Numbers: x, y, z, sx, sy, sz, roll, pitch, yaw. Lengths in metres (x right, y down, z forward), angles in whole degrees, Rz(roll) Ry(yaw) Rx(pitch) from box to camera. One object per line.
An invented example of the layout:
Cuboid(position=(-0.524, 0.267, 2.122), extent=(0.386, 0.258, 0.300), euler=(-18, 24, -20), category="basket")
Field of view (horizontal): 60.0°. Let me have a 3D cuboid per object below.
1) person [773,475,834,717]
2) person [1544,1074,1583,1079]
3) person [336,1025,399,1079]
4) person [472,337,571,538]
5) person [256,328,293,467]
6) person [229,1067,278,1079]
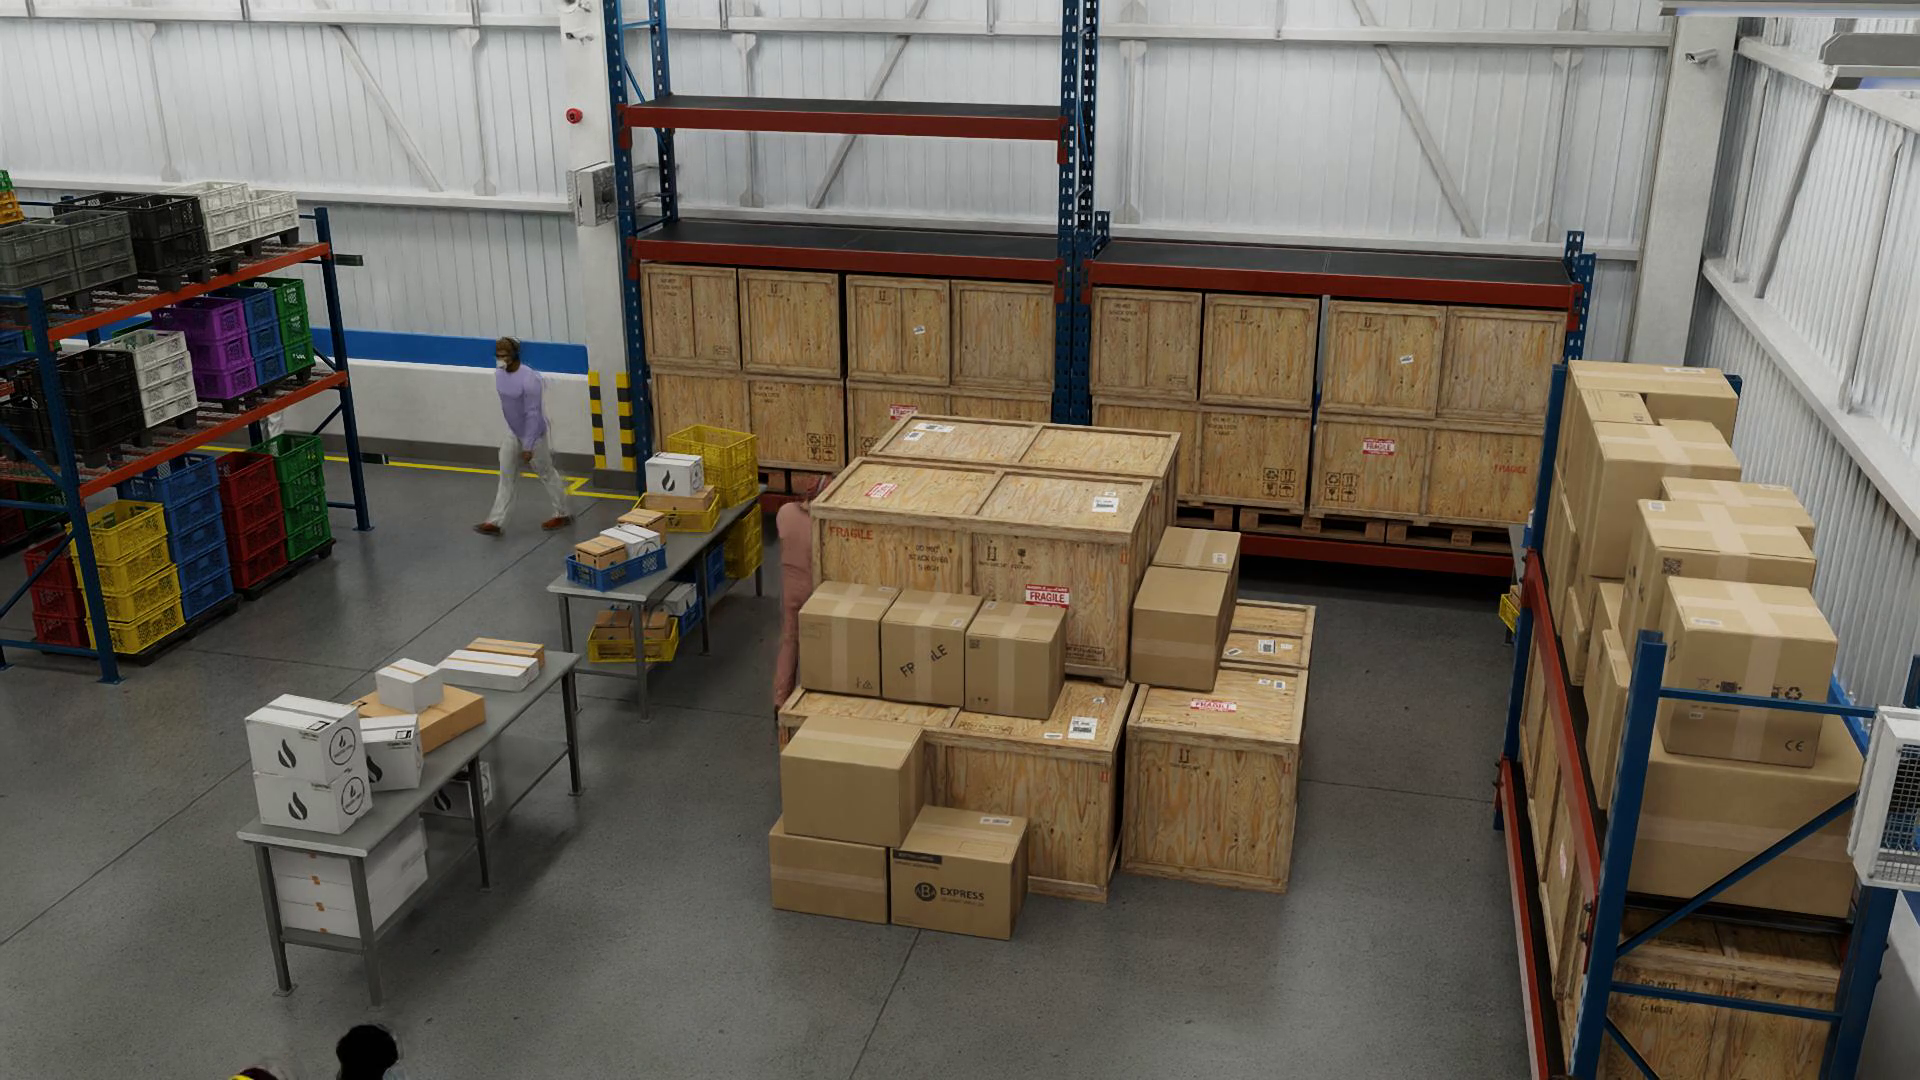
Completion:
Cuboid(position=(-1.045, 0.384, 11.828), extent=(0.635, 1.839, 0.875), euler=(13, 25, 31), category="person")
Cuboid(position=(2.012, 2.661, 5.862), extent=(0.430, 1.845, 0.619), euler=(-13, 24, -30), category="person")
Cuboid(position=(-2.205, 2.545, 6.408), extent=(0.655, 1.667, 0.533), euler=(-13, 24, -30), category="person")
Cuboid(position=(-4.052, -0.921, 15.166), extent=(0.667, 1.885, 1.007), euler=(17, 27, 38), category="person")
Cuboid(position=(-7.017, -1.562, 16.850), extent=(0.584, 1.882, 0.337), euler=(17, 27, 37), category="person")
Cuboid(position=(-2.336, 2.628, 5.937), extent=(0.522, 1.849, 0.782), euler=(4, 21, 10), category="person")
